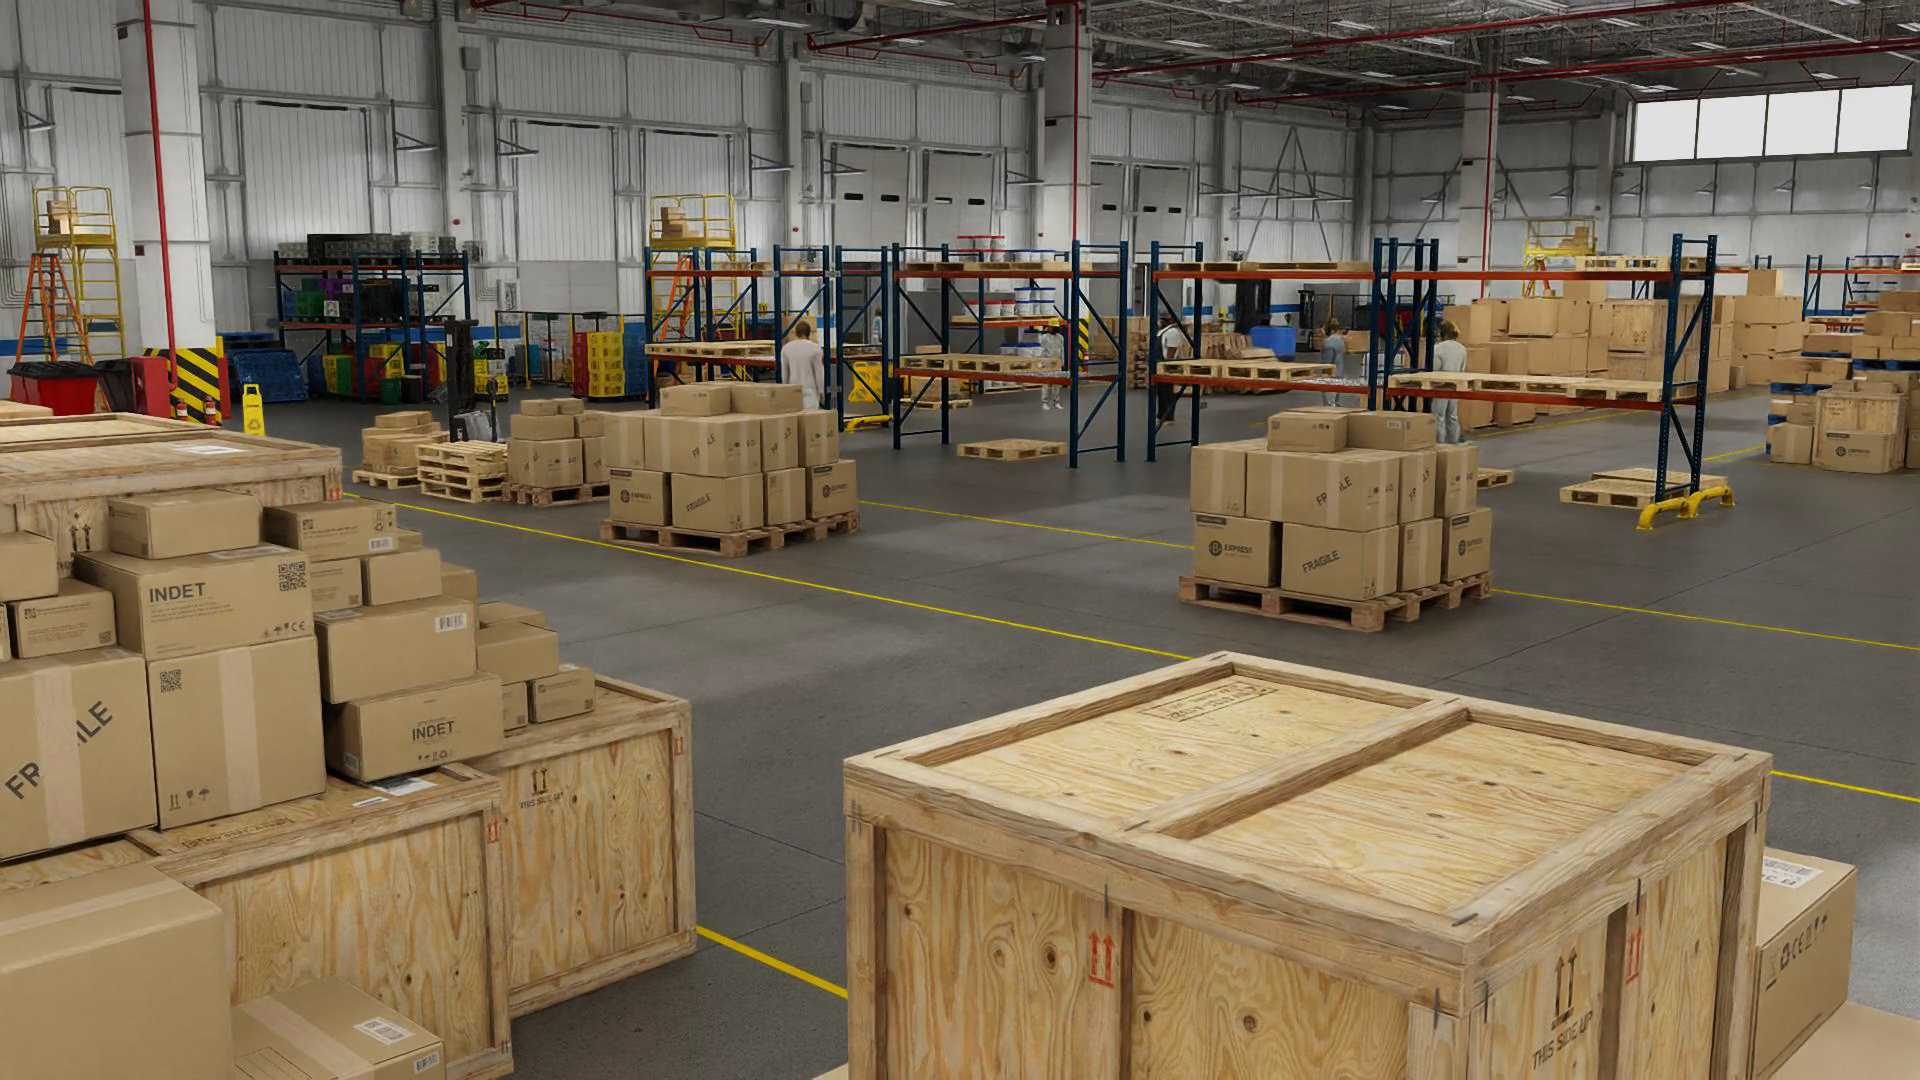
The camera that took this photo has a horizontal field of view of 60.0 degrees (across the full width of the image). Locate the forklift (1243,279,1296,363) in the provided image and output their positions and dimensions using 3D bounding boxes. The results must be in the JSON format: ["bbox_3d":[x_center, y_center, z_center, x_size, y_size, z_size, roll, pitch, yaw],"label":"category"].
[{"bbox_3d":[8.123,-6.156,45.287,1.873,2.768,1.129,9,13,43],"label":"forklift"}]

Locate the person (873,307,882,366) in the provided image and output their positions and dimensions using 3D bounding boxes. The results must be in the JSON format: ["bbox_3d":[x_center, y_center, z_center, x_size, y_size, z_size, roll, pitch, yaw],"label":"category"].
[{"bbox_3d":[-2.180,-5.393,44.439,0.312,1.633,0.518,-1,9,-7],"label":"person"}]

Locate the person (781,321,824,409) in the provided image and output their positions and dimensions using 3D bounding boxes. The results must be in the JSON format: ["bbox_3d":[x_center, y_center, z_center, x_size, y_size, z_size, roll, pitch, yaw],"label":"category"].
[{"bbox_3d":[-2.191,-2.093,23.276,0.627,1.934,0.371,3,10,17],"label":"person"}]

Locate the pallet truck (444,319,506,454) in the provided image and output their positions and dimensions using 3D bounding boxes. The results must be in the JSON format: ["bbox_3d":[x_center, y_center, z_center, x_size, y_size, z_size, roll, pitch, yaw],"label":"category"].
[{"bbox_3d":[-6.981,-1.942,22.150,1.885,1.965,0.823,1,9,9],"label":"pallet truck"}]

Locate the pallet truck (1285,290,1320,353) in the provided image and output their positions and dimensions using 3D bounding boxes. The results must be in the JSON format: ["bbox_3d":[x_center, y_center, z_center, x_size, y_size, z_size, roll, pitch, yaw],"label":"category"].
[{"bbox_3d":[11.297,-6.951,52.861,1.885,1.965,0.823,-5,11,-29],"label":"pallet truck"}]

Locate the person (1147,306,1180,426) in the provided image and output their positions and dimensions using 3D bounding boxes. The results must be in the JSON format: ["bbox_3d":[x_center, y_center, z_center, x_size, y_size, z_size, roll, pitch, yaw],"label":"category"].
[{"bbox_3d":[3.430,-2.948,28.190,0.537,2.000,0.689,-2,9,-10],"label":"person"}]

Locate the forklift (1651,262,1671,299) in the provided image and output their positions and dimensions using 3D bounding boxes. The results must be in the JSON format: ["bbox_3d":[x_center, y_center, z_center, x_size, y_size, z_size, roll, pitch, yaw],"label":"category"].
[{"bbox_3d":[19.014,-6.150,45.251,1.873,2.768,1.129,3,10,15],"label":"forklift"}]

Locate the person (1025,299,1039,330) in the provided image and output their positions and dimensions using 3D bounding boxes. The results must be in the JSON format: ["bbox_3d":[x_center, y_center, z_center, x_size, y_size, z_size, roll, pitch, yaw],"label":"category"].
[{"bbox_3d":[1.776,-5.246,42.678,0.752,1.913,0.543,3,10,17],"label":"person"}]

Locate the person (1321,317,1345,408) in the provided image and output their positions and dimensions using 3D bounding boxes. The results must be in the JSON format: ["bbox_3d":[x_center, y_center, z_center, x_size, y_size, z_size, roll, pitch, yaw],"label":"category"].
[{"bbox_3d":[5.681,-2.441,25.440,0.367,1.932,0.623,5,11,30],"label":"person"}]

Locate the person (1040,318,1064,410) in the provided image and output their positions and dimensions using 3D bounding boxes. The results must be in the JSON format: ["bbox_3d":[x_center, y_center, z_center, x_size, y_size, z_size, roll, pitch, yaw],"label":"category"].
[{"bbox_3d":[1.753,-3.322,31.414,0.486,1.737,0.322,-4,10,-25],"label":"person"}]

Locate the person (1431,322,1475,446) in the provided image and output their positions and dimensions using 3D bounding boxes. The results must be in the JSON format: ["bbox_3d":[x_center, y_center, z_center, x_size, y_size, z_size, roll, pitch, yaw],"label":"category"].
[{"bbox_3d":[7.176,-2.218,24.197,0.920,1.870,0.626,-1,9,-9],"label":"person"}]

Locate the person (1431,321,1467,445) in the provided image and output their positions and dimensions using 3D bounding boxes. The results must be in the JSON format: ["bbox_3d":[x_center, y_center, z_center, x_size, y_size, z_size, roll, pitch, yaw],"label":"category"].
[{"bbox_3d":[6.774,-2.075,23.194,0.623,1.932,0.367,-5,11,-30],"label":"person"}]
